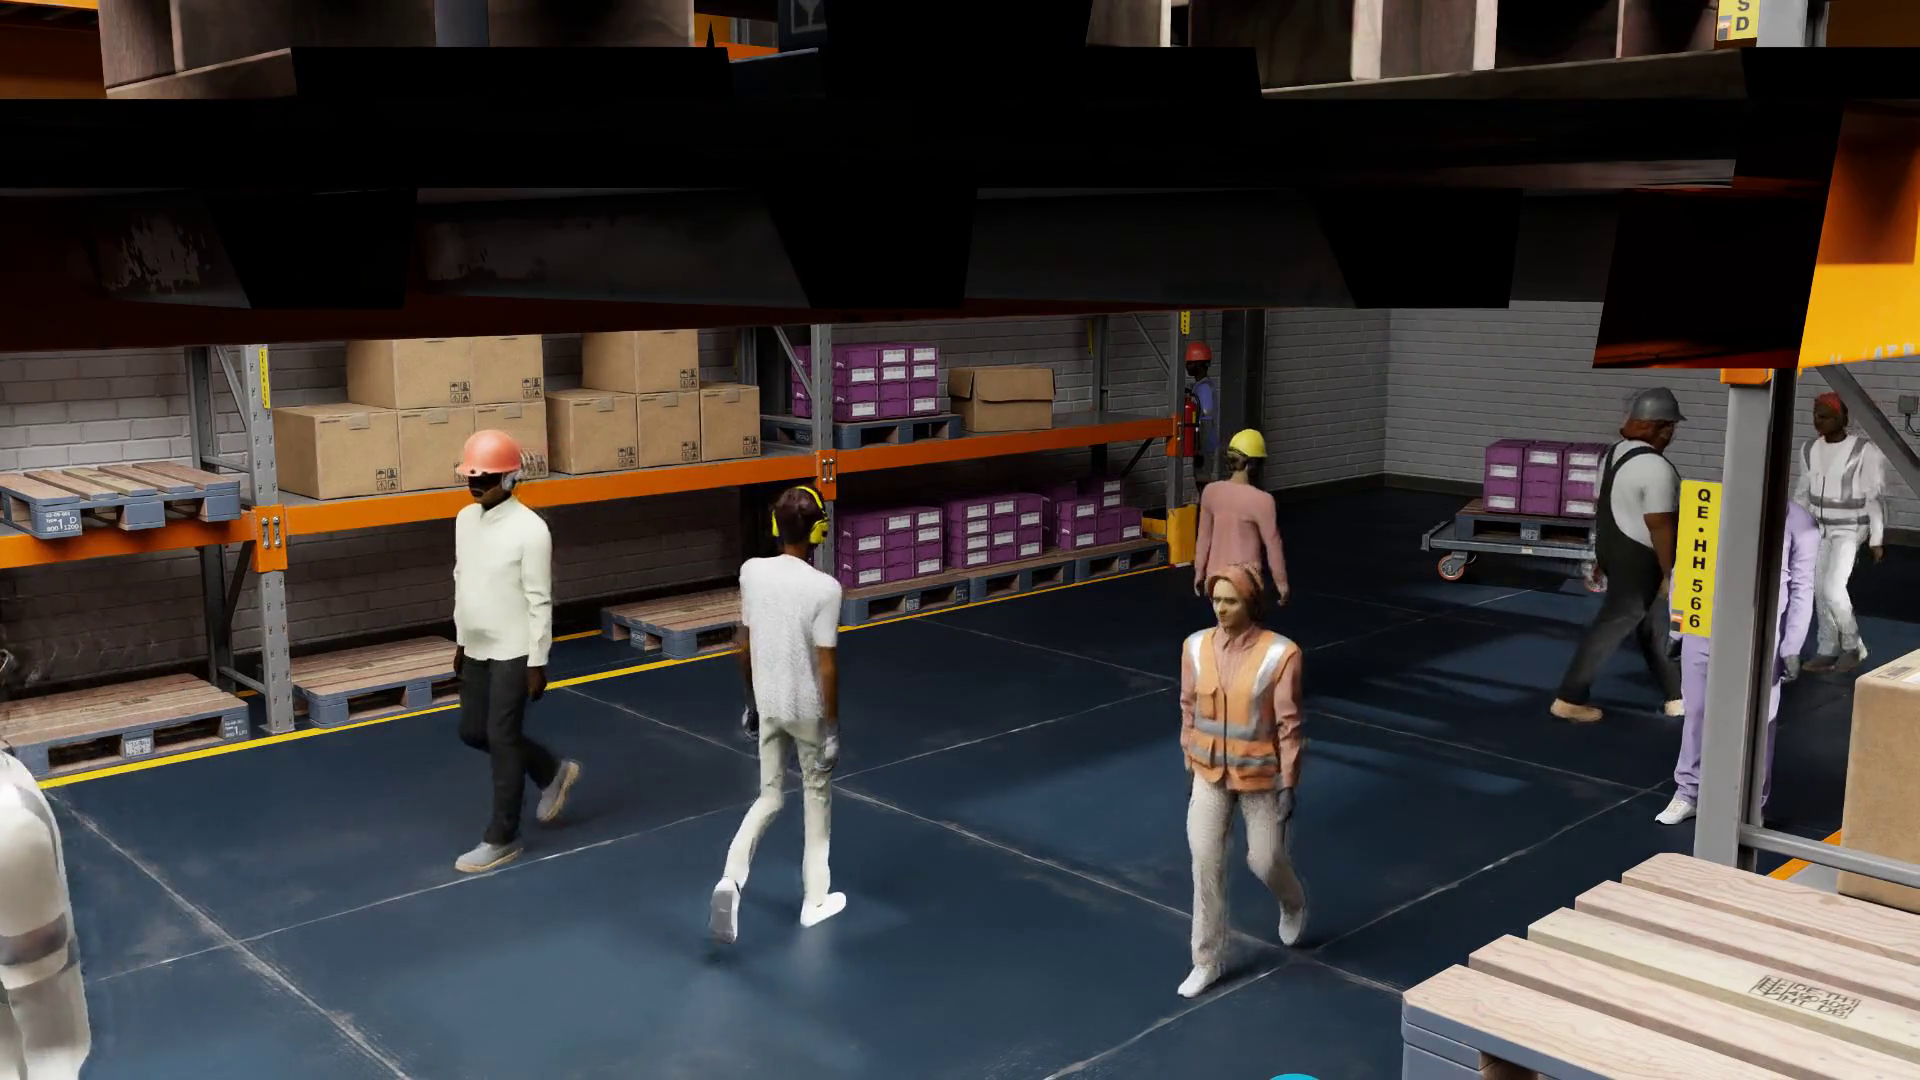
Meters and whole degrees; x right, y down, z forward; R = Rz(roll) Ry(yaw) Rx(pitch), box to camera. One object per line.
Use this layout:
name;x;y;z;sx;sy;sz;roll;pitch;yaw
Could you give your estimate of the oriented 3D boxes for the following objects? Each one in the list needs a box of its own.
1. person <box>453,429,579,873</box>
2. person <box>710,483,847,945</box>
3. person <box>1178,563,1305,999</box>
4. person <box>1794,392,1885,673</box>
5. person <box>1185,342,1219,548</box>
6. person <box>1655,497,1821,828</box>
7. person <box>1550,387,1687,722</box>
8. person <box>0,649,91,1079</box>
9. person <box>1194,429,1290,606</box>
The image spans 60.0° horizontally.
person;-2.035;0.474;7.529;0.634;1.978;0.670;8;12;39
person;-0.711;0.698;6.616;0.537;1.852;0.704;5;11;28
person;1.083;0.868;6.268;0.515;1.622;0.657;7;12;34
person;5.699;-0.030;10.841;0.422;1.864;0.620;-3;10;-18
person;2.241;-0.887;15.637;0.379;1.937;0.548;1;10;8
person;3.644;0.459;7.840;0.636;1.911;0.406;9;13;42
person;3.980;0.073;9.714;1.049;2.000;0.693;0;10;2
person;-2.131;1.132;3.587;0.632;2.019;0.621;-6;12;-33
person;1.705;0.215;9.759;0.829;1.727;0.555;-8;12;-37
